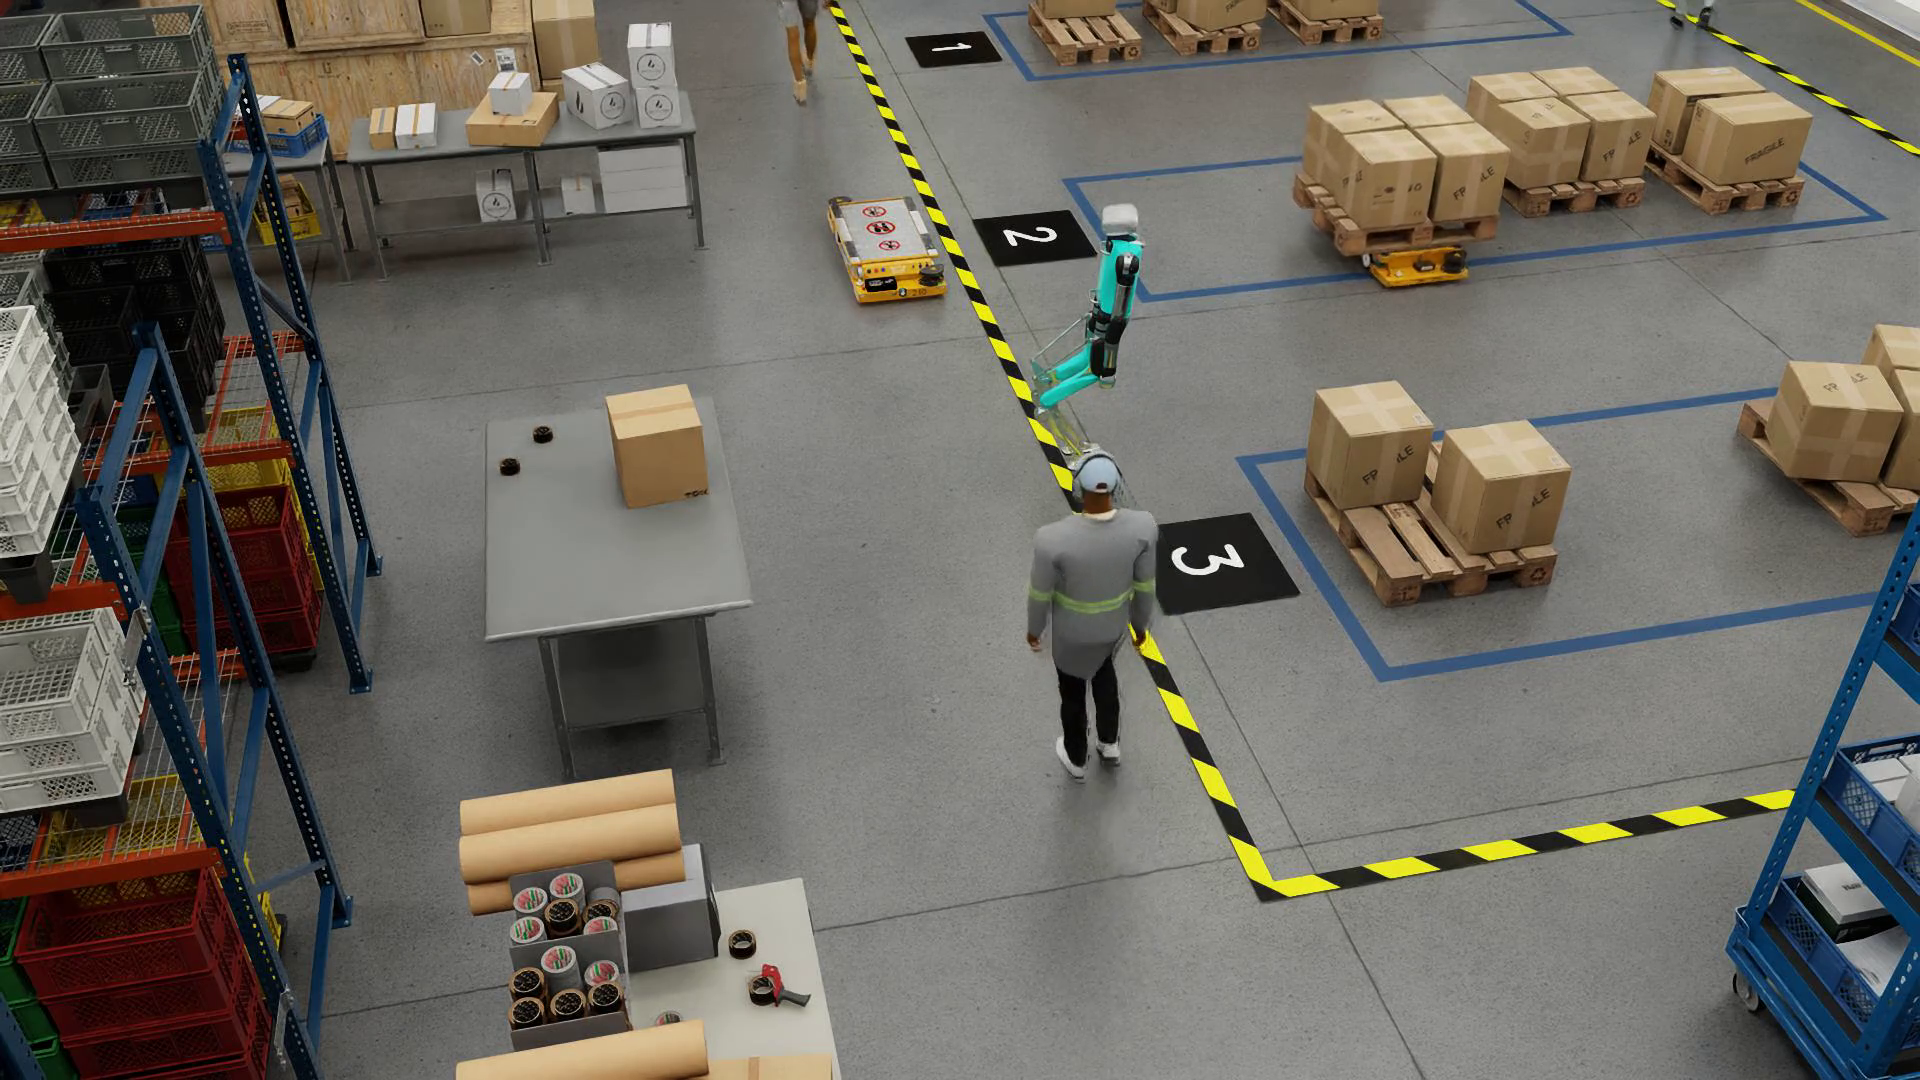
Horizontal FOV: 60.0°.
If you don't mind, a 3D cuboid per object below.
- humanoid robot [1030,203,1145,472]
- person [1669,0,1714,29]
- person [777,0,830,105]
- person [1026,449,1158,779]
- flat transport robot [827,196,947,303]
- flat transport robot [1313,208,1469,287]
[{"bbox_3d":[0.677,-1.168,9.780,0.735,1.677,0.533,-1,37,-1],"label":"humanoid robot"},{"bbox_3d":[7.251,-5.842,16.110,0.602,1.820,0.495,4,37,5],"label":"person"},{"bbox_3d":[-1.468,-5.002,14.833,0.616,1.993,1.038,-7,37,-10],"label":"person"},{"bbox_3d":[0.592,0.364,7.757,0.590,1.840,0.421,-11,38,-14],"label":"person"},{"bbox_3d":[-0.570,-2.220,12.538,0.659,0.231,1.431,-8,37,-10],"label":"flat transport robot"},{"bbox_3d":[3.275,-2.368,12.713,0.652,0.197,1.431,-8,37,-10],"label":"flat transport robot"}]
